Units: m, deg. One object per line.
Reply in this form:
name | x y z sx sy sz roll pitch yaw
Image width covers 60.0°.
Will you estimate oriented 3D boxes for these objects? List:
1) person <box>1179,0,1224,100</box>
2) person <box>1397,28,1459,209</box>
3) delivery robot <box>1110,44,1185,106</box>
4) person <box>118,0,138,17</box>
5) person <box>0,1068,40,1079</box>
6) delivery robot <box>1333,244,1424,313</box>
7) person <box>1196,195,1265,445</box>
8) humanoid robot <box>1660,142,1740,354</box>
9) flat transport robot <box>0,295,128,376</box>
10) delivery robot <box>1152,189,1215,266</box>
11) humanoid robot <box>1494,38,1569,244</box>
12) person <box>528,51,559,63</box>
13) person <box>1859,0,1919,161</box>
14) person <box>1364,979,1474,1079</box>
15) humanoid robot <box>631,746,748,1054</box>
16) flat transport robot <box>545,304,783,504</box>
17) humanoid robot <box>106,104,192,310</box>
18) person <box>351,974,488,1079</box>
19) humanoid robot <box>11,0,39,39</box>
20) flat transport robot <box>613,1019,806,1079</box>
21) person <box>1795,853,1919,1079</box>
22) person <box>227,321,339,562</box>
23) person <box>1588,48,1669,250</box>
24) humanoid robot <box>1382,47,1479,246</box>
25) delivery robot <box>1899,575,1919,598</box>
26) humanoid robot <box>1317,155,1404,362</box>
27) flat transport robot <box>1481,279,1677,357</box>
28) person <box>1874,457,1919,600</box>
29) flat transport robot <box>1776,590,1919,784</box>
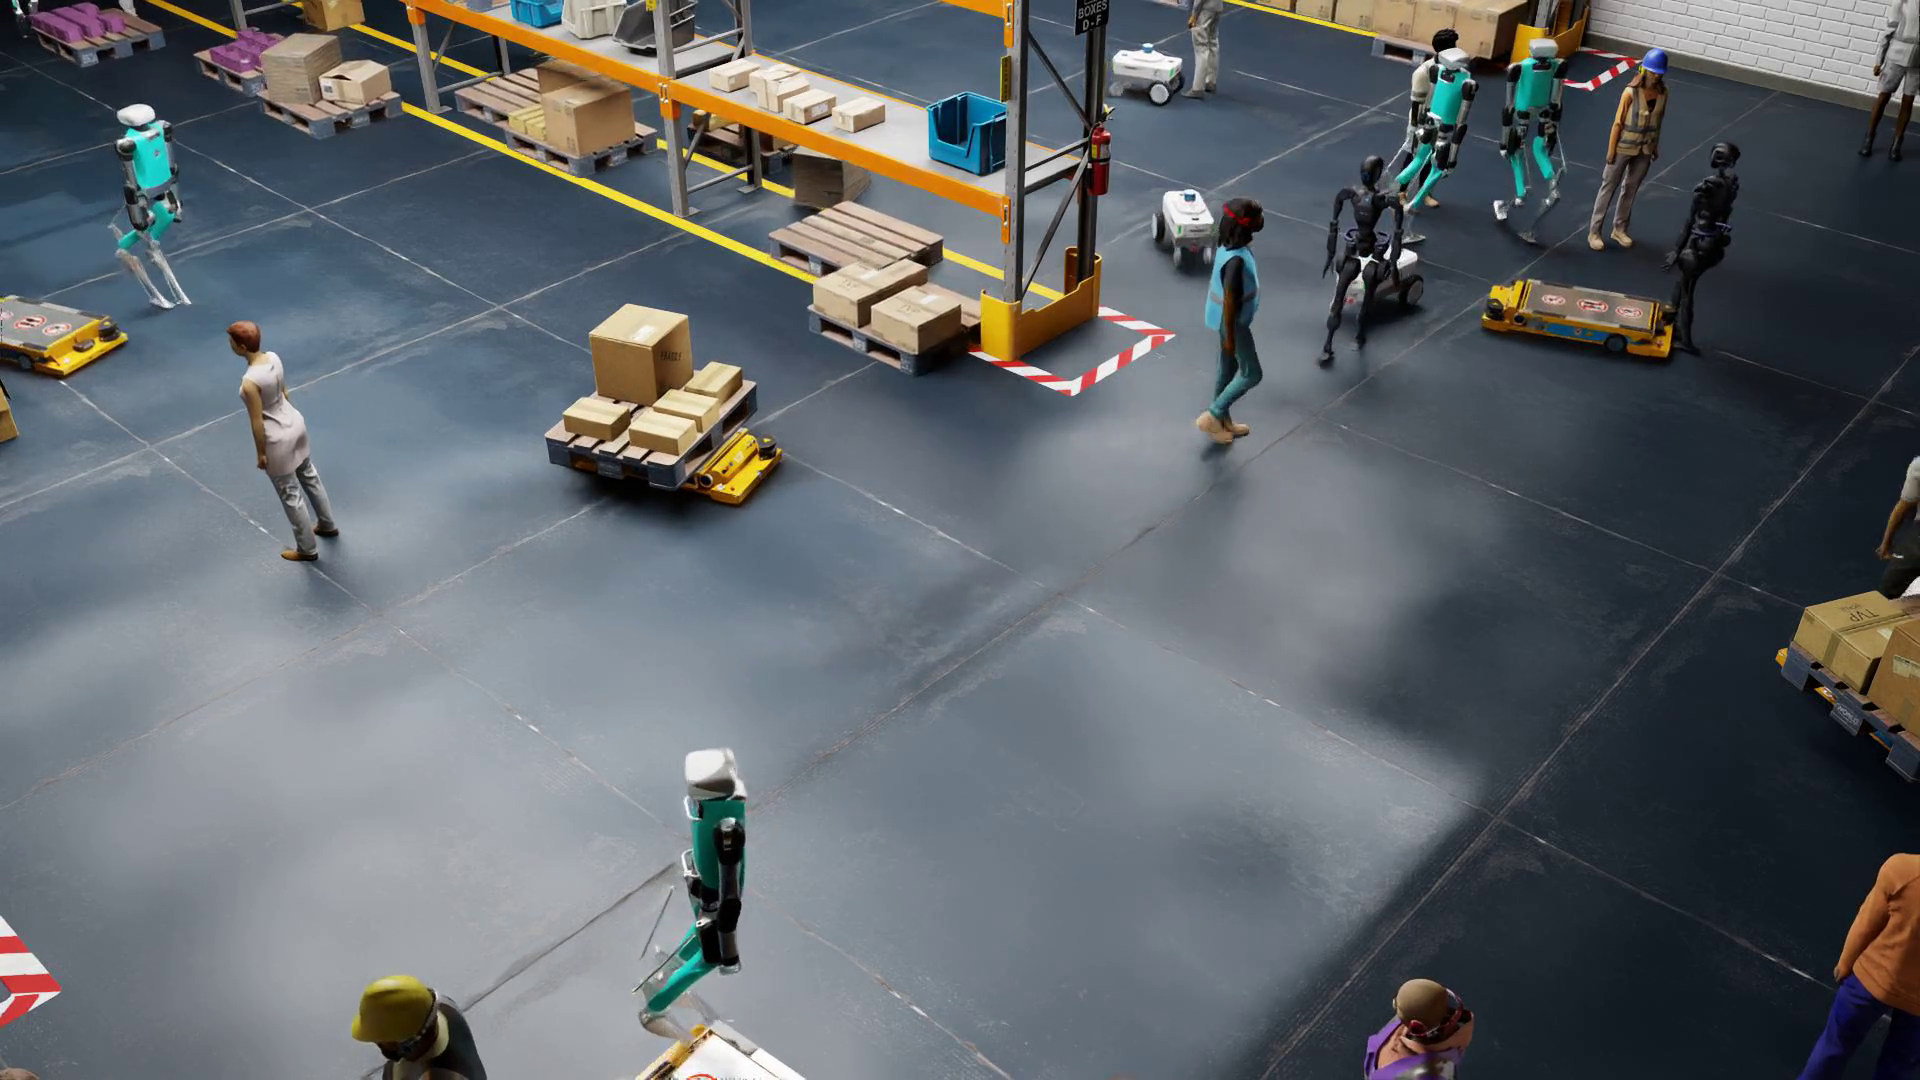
person | 2.604 -5.584 17.468 0.377 1.896 0.545 23 41 30
person | 4.250 -3.792 15.053 0.535 1.691 0.319 -20 39 -26
delivery robot | 2.008 -5.002 17.803 0.791 0.592 0.499 14 37 20
person | -10.123 -7.081 19.668 0.975 1.862 0.648 28 44 35
person | -3.170 2.473 6.001 0.342 1.659 0.485 17 38 22
delivery robot | 3.426 -2.163 13.680 0.766 0.580 0.499 -27 43 -33
person | 1.931 -1.520 11.611 0.444 1.854 0.539 4 35 6
humanoid robot | 5.705 -2.273 12.875 0.597 1.647 0.482 -22 40 -28
flat transport robot | -7.407 -1.638 13.183 1.431 0.231 0.659 13 37 18
delivery robot | 1.994 -2.781 14.591 0.499 0.598 0.798 -3 35 -4
humanoid robot | 5.001 -3.419 14.461 0.530 1.747 0.915 -4 35 -6
person | -4.690 -6.159 18.426 0.340 1.751 0.562 -25 42 -32
person | 9.153 -4.635 16.072 0.547 1.925 0.387 13 37 19
person | 1.666 2.255 6.289 0.349 1.692 0.484 3 35 4
humanoid robot | -1.202 1.671 7.122 0.679 1.822 0.534 -10 36 -14
flat transport robot | -2.038 -0.627 11.718 1.431 0.231 0.659 13 37 18
humanoid robot | -6.584 -2.658 13.356 0.753 1.762 0.531 12 36 16
person | -1.909 2.260 6.176 0.403 1.819 0.595 -11 36 -15
humanoid robot | -10.836 -6.507 18.969 0.546 1.798 0.784 -19 39 -25
flat transport robot | -0.834 2.591 7.056 1.431 0.231 0.659 24 41 30
person | 3.840 1.781 6.737 0.515 1.973 0.402 19 39 25
person | -4.299 -0.634 10.512 0.292 1.651 0.436 5 35 7
person | 5.819 -3.365 14.355 0.481 1.776 0.321 -7 35 -10
humanoid robot | 3.919 -3.245 14.317 0.769 1.898 0.548 -16 38 -22
delivery robot | 5.905 0.370 10.008 0.745 0.578 0.516 -23 41 -29
humanoid robot | 3.077 -2.132 12.684 0.611 1.640 0.617 16 38 21
flat transport robot | 4.994 -1.806 13.426 1.431 0.231 0.659 13 37 18
person | 5.424 0.087 9.328 0.649 1.814 0.364 19 39 26
flat transport robot | 5.400 0.973 9.400 0.659 0.231 1.431 -11 36 -16
